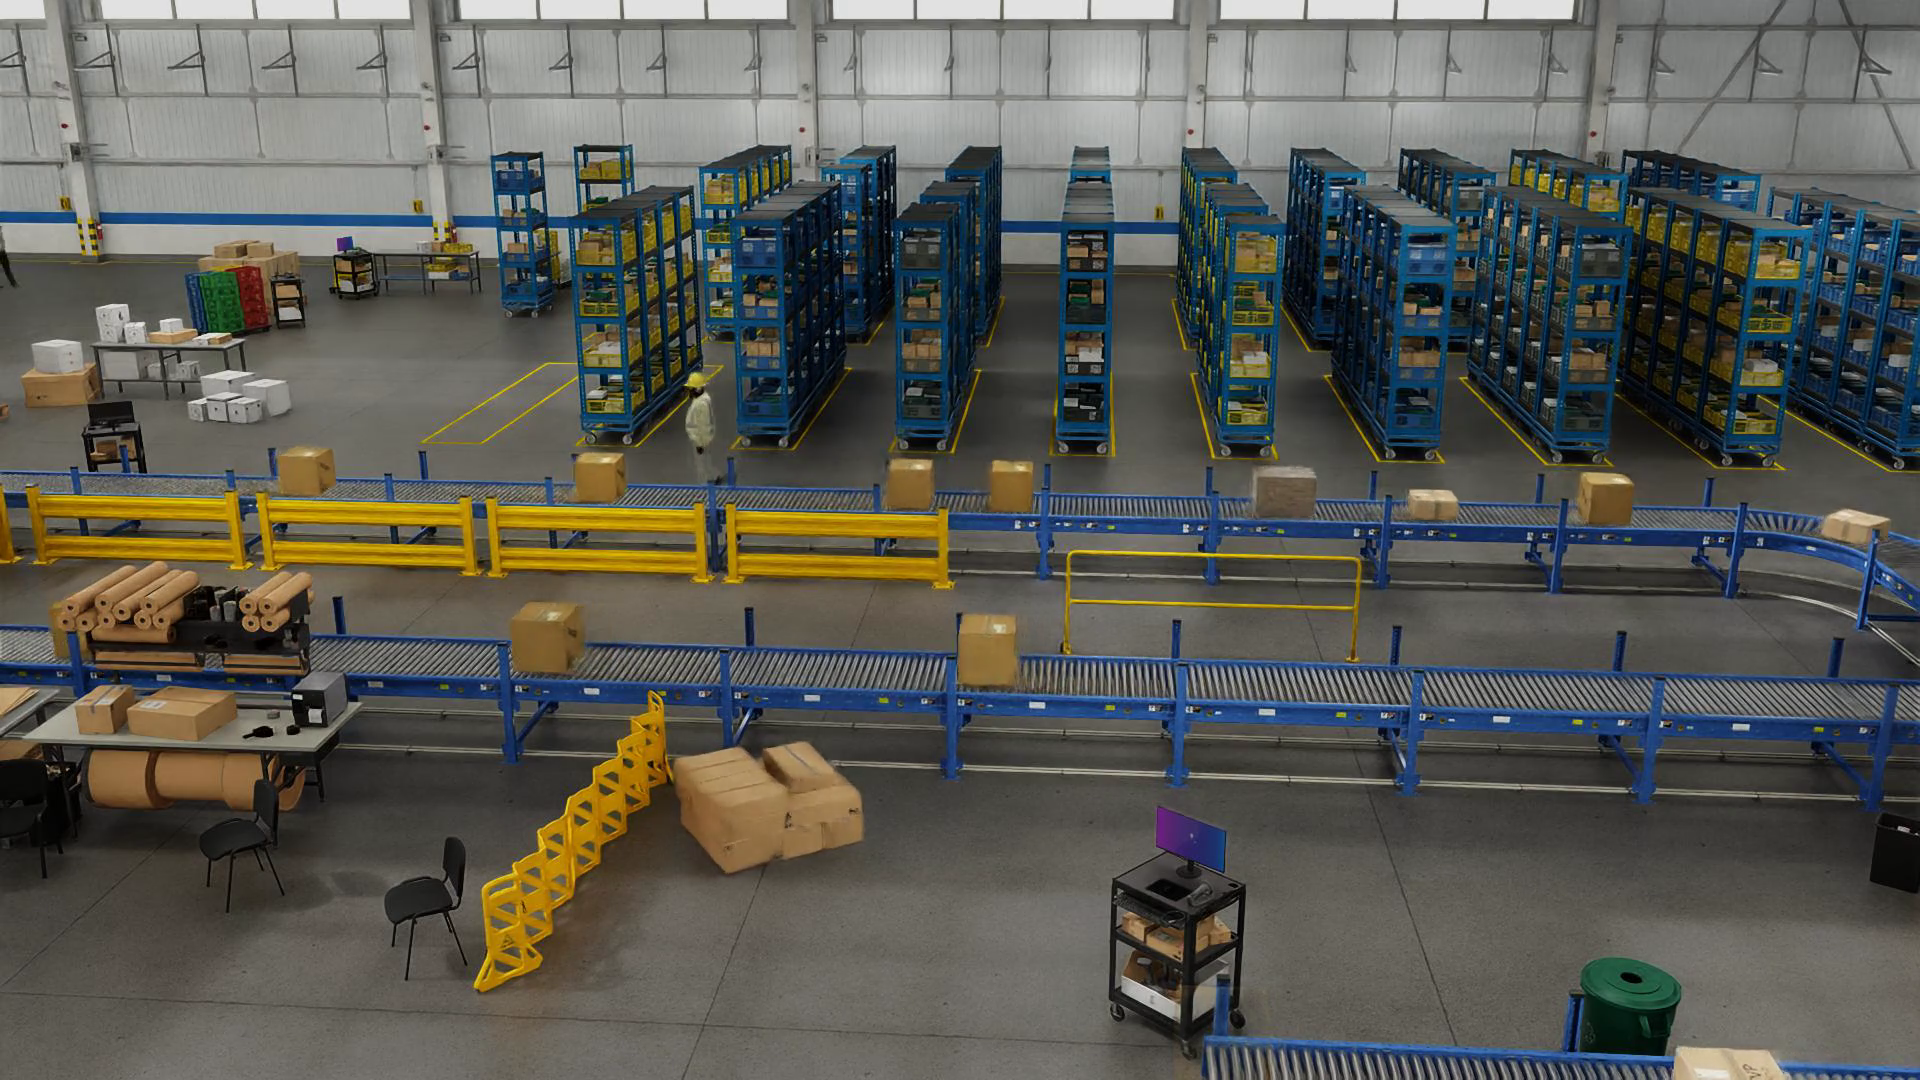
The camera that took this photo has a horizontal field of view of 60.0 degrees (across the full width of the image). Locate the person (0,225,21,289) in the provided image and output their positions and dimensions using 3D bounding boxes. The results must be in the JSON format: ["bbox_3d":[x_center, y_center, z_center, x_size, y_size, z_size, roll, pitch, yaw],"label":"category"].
[{"bbox_3d":[-23.711,-7.130,40.989,1.001,1.942,0.641,9,20,27],"label":"person"}]

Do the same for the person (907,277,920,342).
[{"bbox_3d":[-0.779,-4.832,33.930,0.636,1.811,0.544,-8,19,-25],"label":"person"}]

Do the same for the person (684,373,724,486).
[{"bbox_3d":[-3.608,-1.441,23.150,0.431,1.818,0.618,-3,18,-10],"label":"person"}]
